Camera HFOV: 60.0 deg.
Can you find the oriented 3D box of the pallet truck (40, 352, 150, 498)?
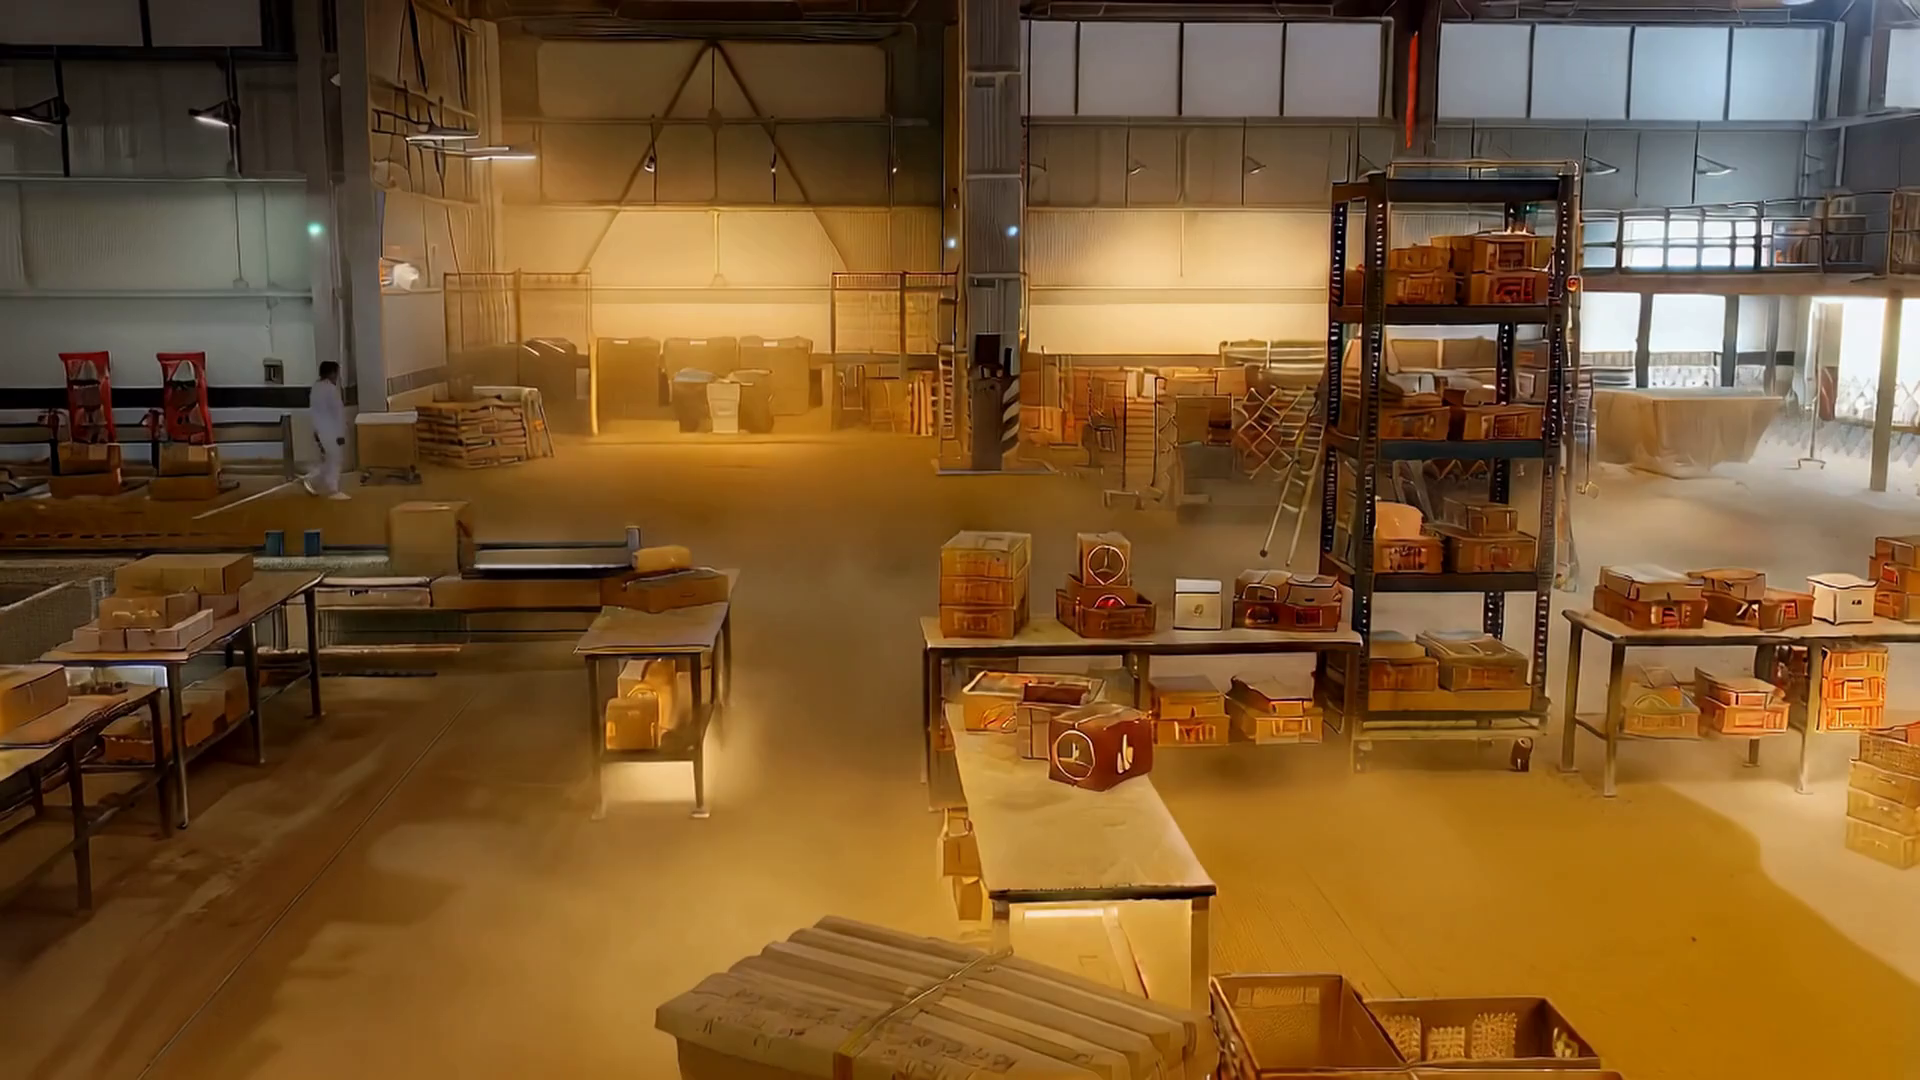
[{"bbox_3d":[-11.907,-1.642,23.165,0.823,1.965,1.885,0,9,0],"label":"pallet truck"}]

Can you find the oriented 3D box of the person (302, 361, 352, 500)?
[{"bbox_3d":[-8.540,-1.461,22.381,0.504,1.886,0.640,-6,11,-33],"label":"person"}]

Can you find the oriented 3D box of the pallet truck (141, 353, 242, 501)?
[{"bbox_3d":[-10.520,-1.604,22.925,0.823,1.965,1.885,-1,9,-6],"label":"pallet truck"}]

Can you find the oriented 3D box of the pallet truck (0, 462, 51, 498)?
[{"bbox_3d":[-13.193,-1.293,23.148,0.653,1.274,1.630,-1,9,-4],"label":"pallet truck"}]
